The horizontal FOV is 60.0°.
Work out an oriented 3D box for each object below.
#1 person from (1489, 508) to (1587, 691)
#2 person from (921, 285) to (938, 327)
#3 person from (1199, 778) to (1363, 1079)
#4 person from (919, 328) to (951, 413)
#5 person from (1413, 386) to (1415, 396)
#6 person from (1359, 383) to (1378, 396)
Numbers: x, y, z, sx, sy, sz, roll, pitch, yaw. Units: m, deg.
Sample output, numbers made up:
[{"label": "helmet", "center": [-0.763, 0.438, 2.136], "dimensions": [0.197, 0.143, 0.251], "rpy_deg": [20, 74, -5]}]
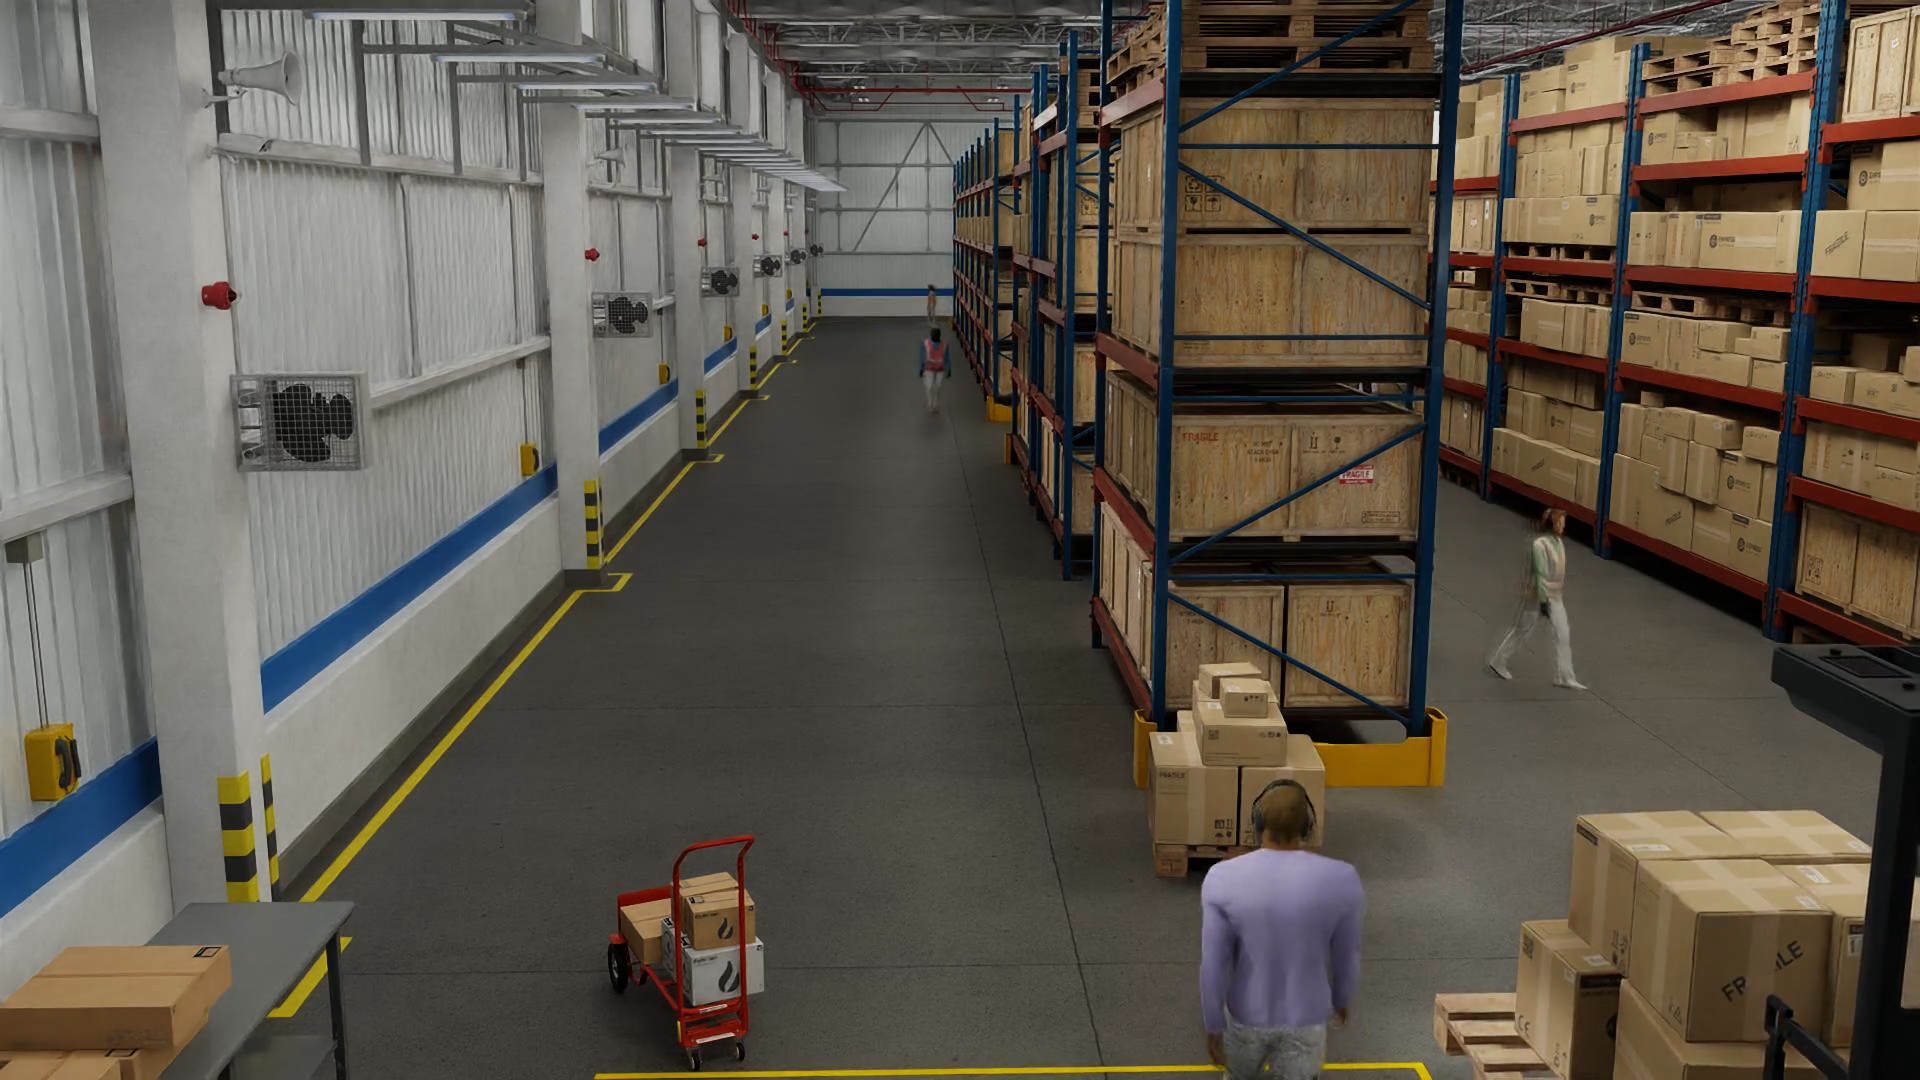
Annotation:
[{"label": "person", "center": [5.091, 0.495, 14.622], "dimensions": [0.517, 1.600, 0.842], "rpy_deg": [-10, 14, -41]}, {"label": "person", "center": [-1.193, -8.988, 63.914], "dimensions": [0.796, 1.599, 0.550], "rpy_deg": [2, 11, 10]}, {"label": "person", "center": [1.271, 1.860, 6.678], "dimensions": [0.621, 1.914, 0.674], "rpy_deg": [2, 11, 9]}, {"label": "person", "center": [-0.495, -3.580, 35.248], "dimensions": [0.666, 1.811, 0.810], "rpy_deg": [-3, 11, -13]}, {"label": "person", "center": [8.106, -2.320, 29.166], "dimensions": [0.385, 1.621, 0.508], "rpy_deg": [-3, 11, -18]}, {"label": "person", "center": [6.766, -2.167, 27.634], "dimensions": [0.391, 1.920, 0.593], "rpy_deg": [3, 11, 14]}]
